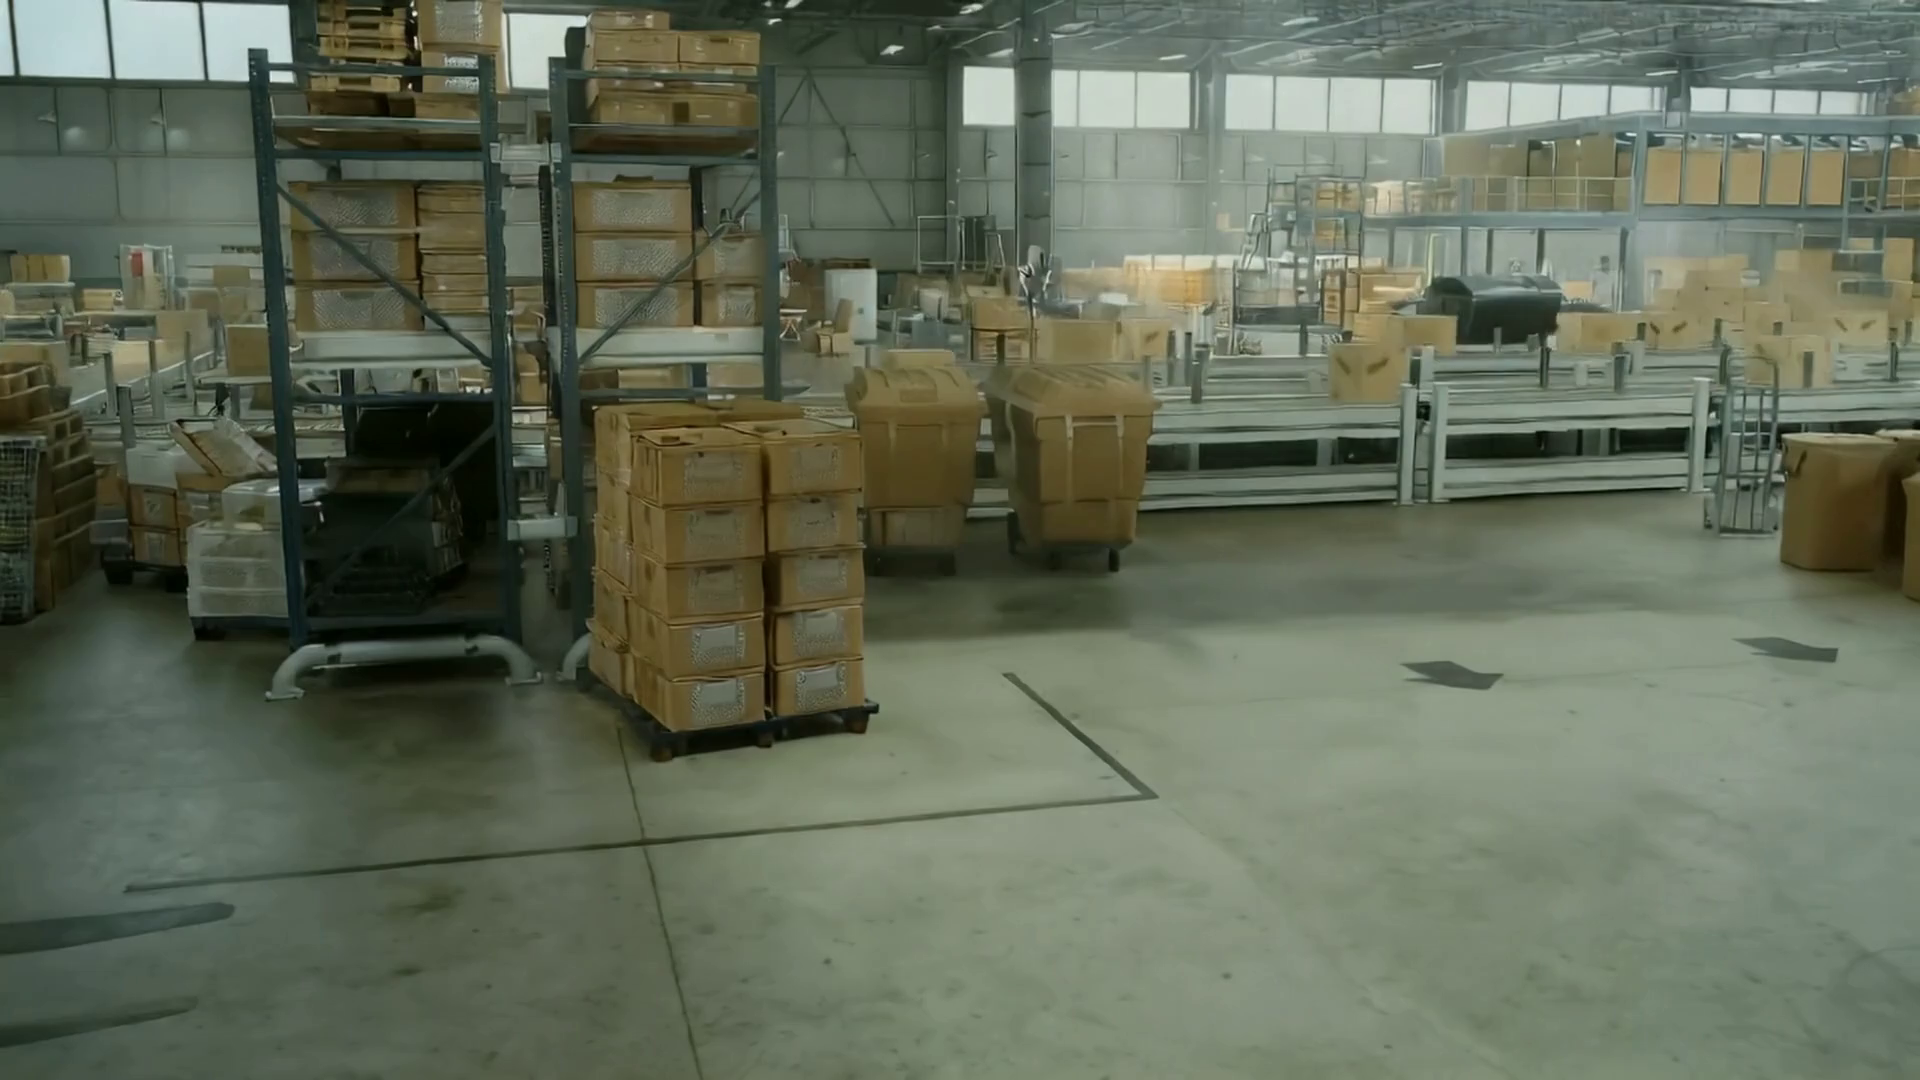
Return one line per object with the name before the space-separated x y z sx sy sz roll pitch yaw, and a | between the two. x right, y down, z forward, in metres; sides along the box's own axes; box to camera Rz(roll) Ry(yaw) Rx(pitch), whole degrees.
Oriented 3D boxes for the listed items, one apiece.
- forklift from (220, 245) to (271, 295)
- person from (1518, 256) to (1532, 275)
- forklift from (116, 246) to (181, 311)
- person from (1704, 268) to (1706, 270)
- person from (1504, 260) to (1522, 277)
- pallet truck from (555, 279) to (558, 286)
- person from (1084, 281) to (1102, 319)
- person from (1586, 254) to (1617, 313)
forklift | -17.749 -6.334 41.440 1.157 1.987 2.680 -3 10 -17
person | 12.211 -5.183 36.051 0.586 1.904 0.596 2 10 11
forklift | -19.966 -6.232 40.894 1.157 1.987 2.680 -3 10 -15
person | 15.268 -4.698 33.880 0.441 1.698 0.541 5 11 27
person | 11.745 -5.011 35.291 0.588 1.835 0.403 5 11 28
pallet truck | -10.604 -6.375 44.520 0.653 1.274 1.630 -3 10 -15
person | 2.017 -3.014 24.594 0.640 1.611 0.509 2 10 10
person | 13.374 -4.980 34.731 0.619 1.975 0.658 0 10 -1
